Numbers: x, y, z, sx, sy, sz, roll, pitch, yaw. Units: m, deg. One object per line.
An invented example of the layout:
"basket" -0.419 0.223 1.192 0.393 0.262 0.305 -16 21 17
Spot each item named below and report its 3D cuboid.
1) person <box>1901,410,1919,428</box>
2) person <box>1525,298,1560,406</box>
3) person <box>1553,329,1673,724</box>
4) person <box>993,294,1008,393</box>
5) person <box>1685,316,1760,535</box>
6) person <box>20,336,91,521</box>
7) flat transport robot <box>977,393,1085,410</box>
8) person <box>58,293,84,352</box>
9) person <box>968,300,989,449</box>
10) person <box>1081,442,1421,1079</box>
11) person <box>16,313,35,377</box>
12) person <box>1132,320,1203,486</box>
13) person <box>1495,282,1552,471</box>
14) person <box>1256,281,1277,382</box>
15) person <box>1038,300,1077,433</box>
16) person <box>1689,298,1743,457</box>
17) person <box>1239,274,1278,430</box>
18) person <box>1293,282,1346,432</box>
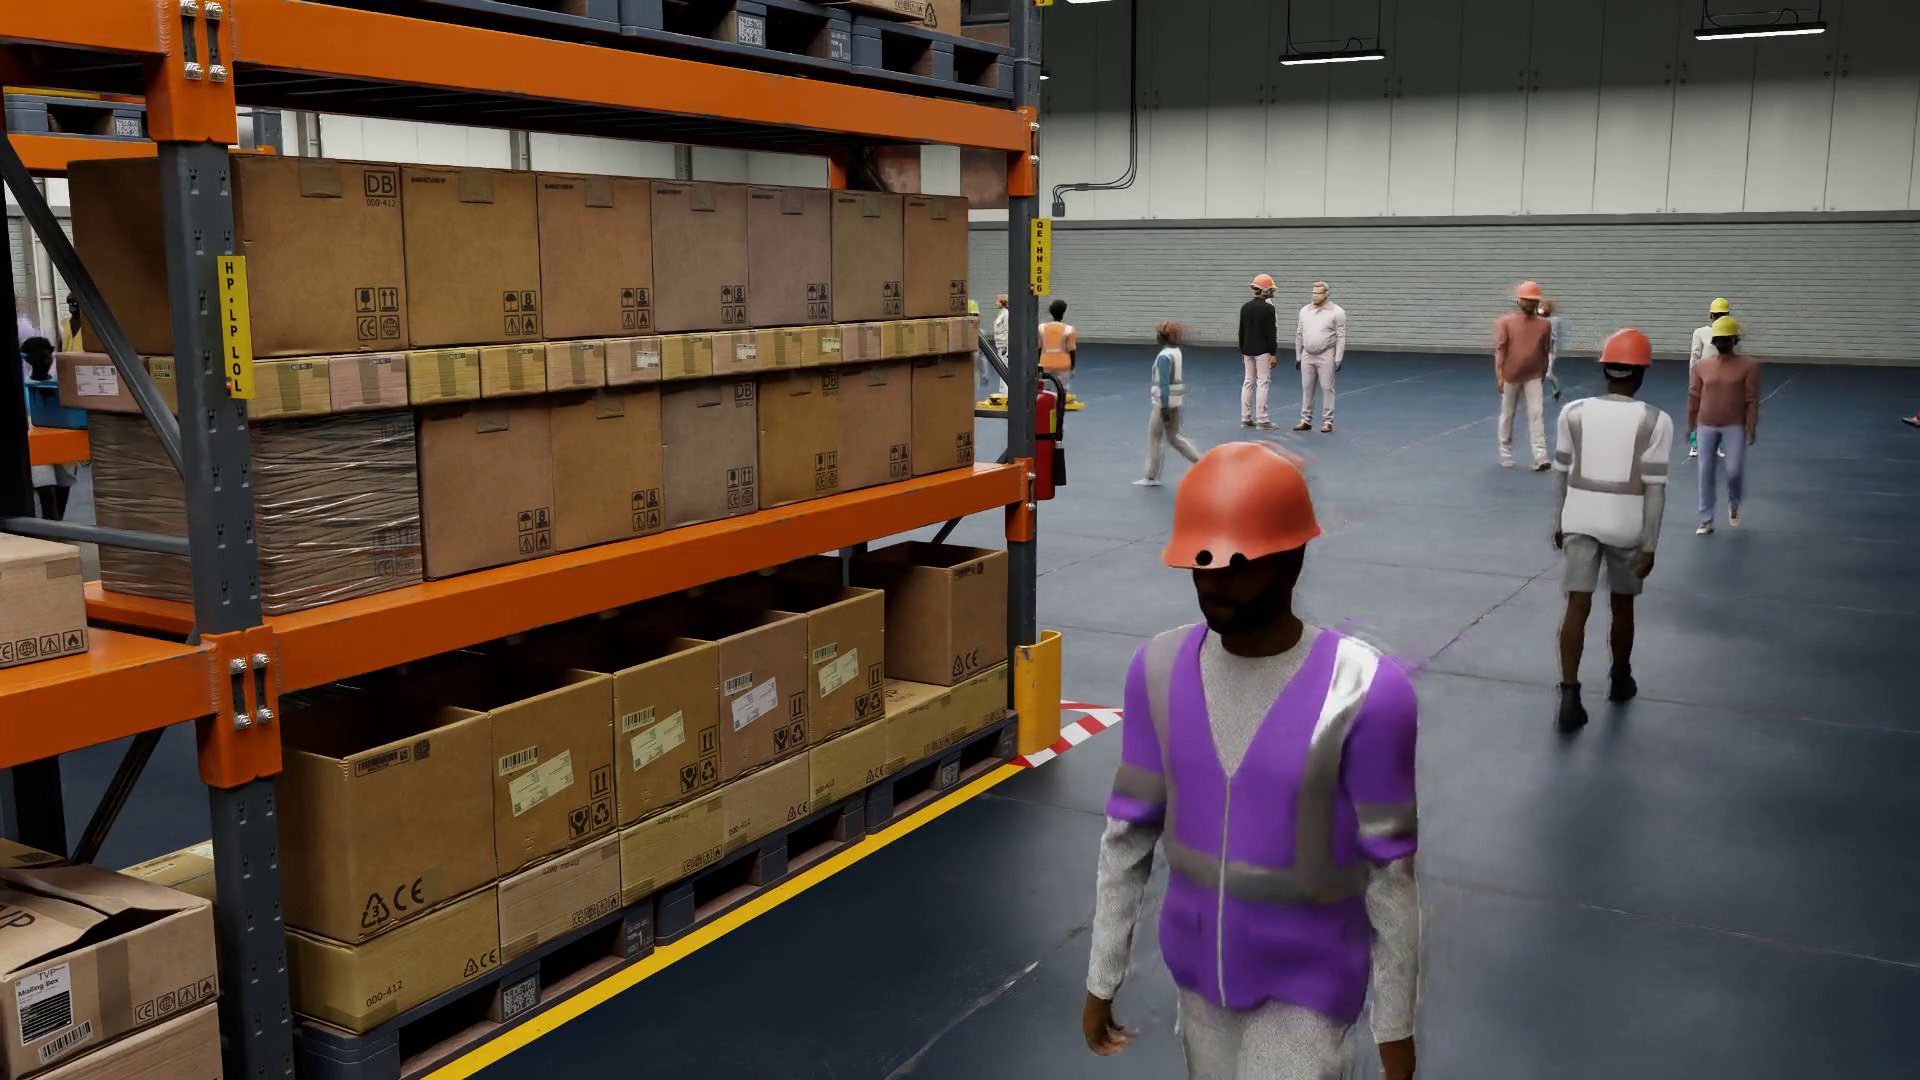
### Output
"person" 12.621 -2.252 21.262 0.894 1.724 0.528 -1 10 -5
"person" 8.697 -2.791 24.726 0.629 1.610 0.509 -8 13 -40
"person" 3.115 -0.066 8.019 0.547 1.891 0.998 6 11 31
"person" 0.680 -3.015 25.960 0.309 1.641 0.512 -1 10 -9
"person" 6.074 -0.907 13.288 0.539 1.758 0.395 7 12 34
"person" -6.663 -0.660 12.138 0.870 1.659 0.532 9 13 43
"flat transport robot" 1.021 -2.011 24.081 1.431 0.197 0.652 -3 10 -18
"person" -9.734 -1.844 18.521 0.625 1.843 0.430 2 10 9
"person" 0.114 -1.891 19.132 0.506 1.723 0.558 -5 11 -29
"person" 0.450 0.787 2.902 0.574 1.902 0.845 8 12 39
"person" -9.545 -1.533 16.591 0.662 1.871 0.842 5 11 26
"person" 2.046 -1.307 16.020 0.683 1.618 0.522 5 11 25
"person" 5.869 -1.687 17.273 0.622 1.950 0.976 0 10 1
"person" 5.421 -3.720 29.523 0.404 1.834 0.591 2 10 10
"person" 1.193 -2.159 20.805 0.550 1.684 0.516 3 10 15
"person" 8.375 -1.795 18.454 0.532 1.768 0.311 2 10 13
"person" 3.858 -2.416 21.419 0.388 1.992 0.625 -6 12 -32
"person" 4.541 -2.316 21.097 0.652 1.904 0.402 7 12 36
